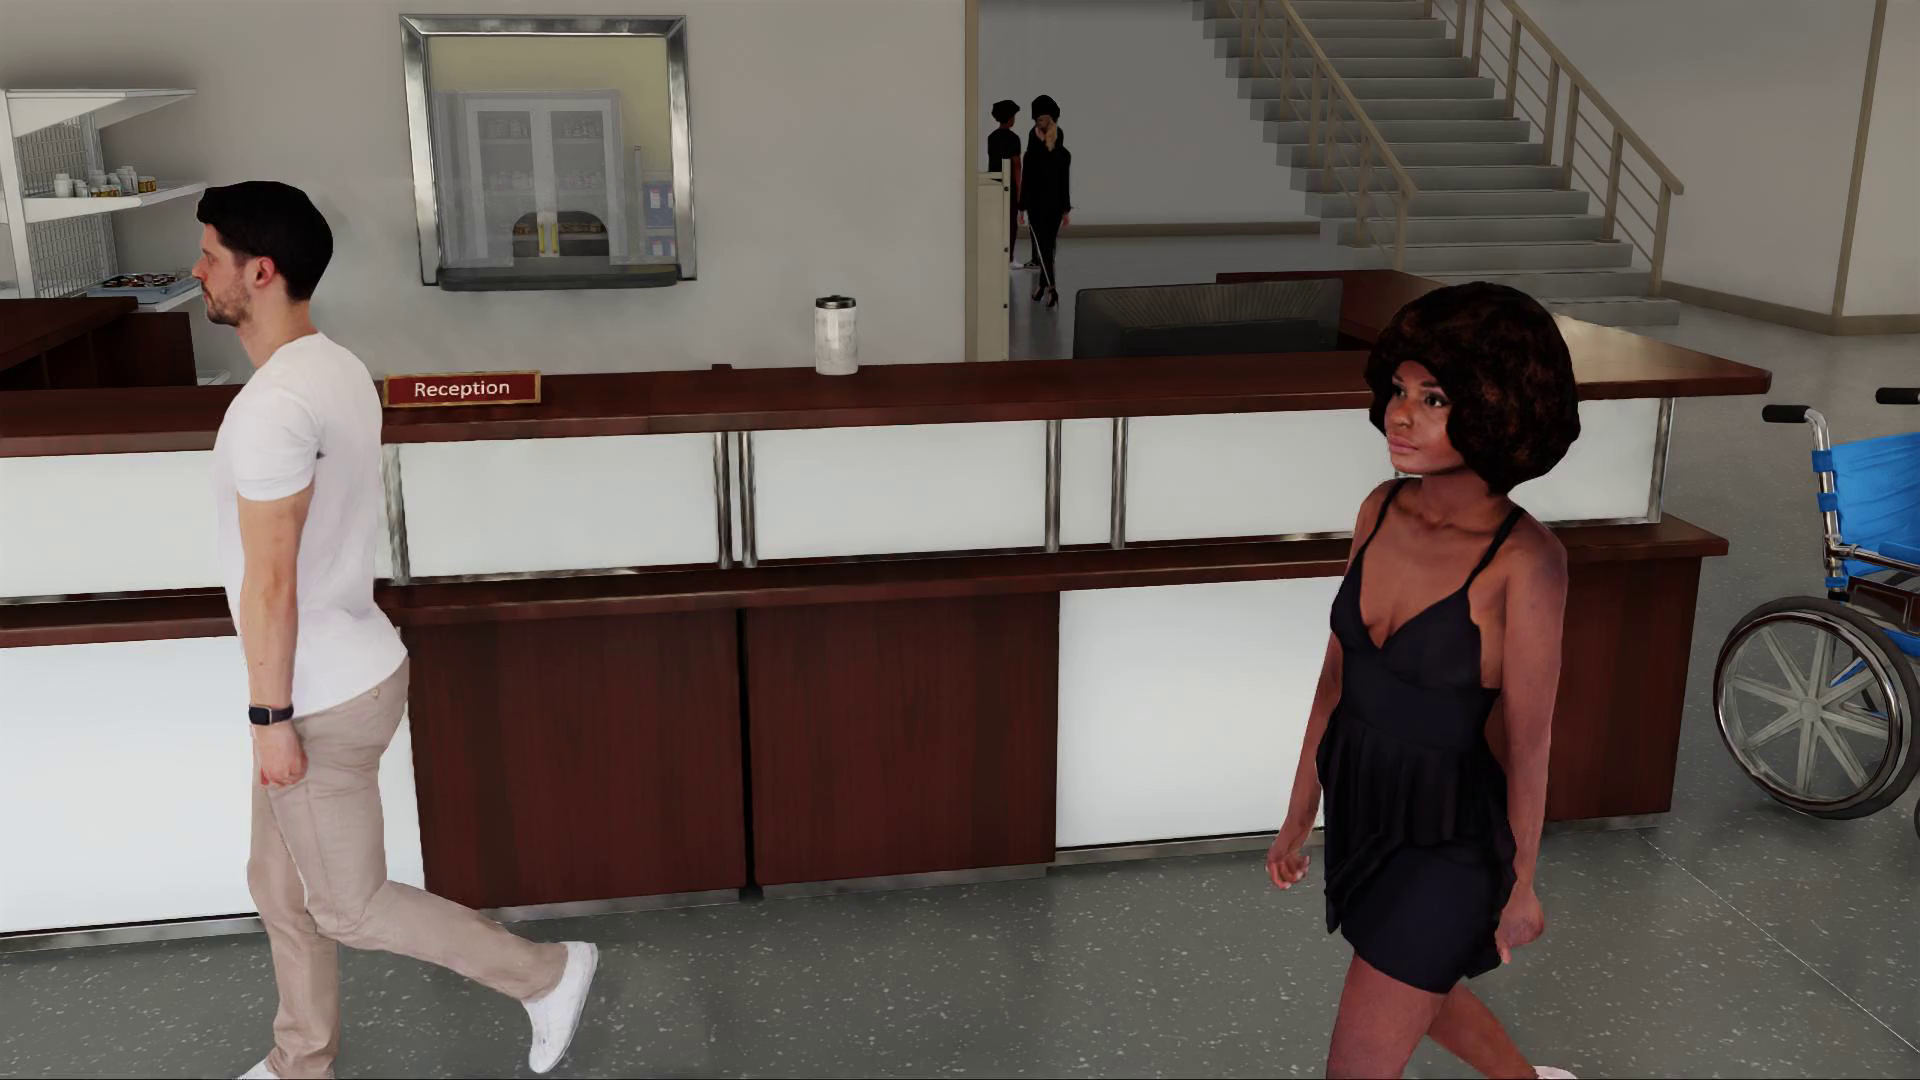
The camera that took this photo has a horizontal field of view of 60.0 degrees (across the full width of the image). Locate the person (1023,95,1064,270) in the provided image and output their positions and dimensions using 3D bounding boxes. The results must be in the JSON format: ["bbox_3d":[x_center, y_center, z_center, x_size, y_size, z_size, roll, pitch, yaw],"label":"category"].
[{"bbox_3d":[0.908,-3.845,17.867,0.713,1.823,0.712,-12,20,-37],"label":"person"}]

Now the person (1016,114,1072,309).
[{"bbox_3d":[0.775,-2.870,14.703,0.750,1.676,0.959,-6,17,-20],"label":"person"}]

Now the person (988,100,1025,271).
[{"bbox_3d":[0.471,-3.821,17.886,0.760,1.779,0.666,-15,21,-42],"label":"person"}]

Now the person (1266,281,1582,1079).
[{"bbox_3d":[0.782,0.490,2.636,0.826,1.756,1.104,-8,17,-26],"label":"person"}]

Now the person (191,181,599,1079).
[{"bbox_3d":[-1.135,0.280,3.182,0.735,1.865,0.992,-2,16,-8],"label":"person"}]
